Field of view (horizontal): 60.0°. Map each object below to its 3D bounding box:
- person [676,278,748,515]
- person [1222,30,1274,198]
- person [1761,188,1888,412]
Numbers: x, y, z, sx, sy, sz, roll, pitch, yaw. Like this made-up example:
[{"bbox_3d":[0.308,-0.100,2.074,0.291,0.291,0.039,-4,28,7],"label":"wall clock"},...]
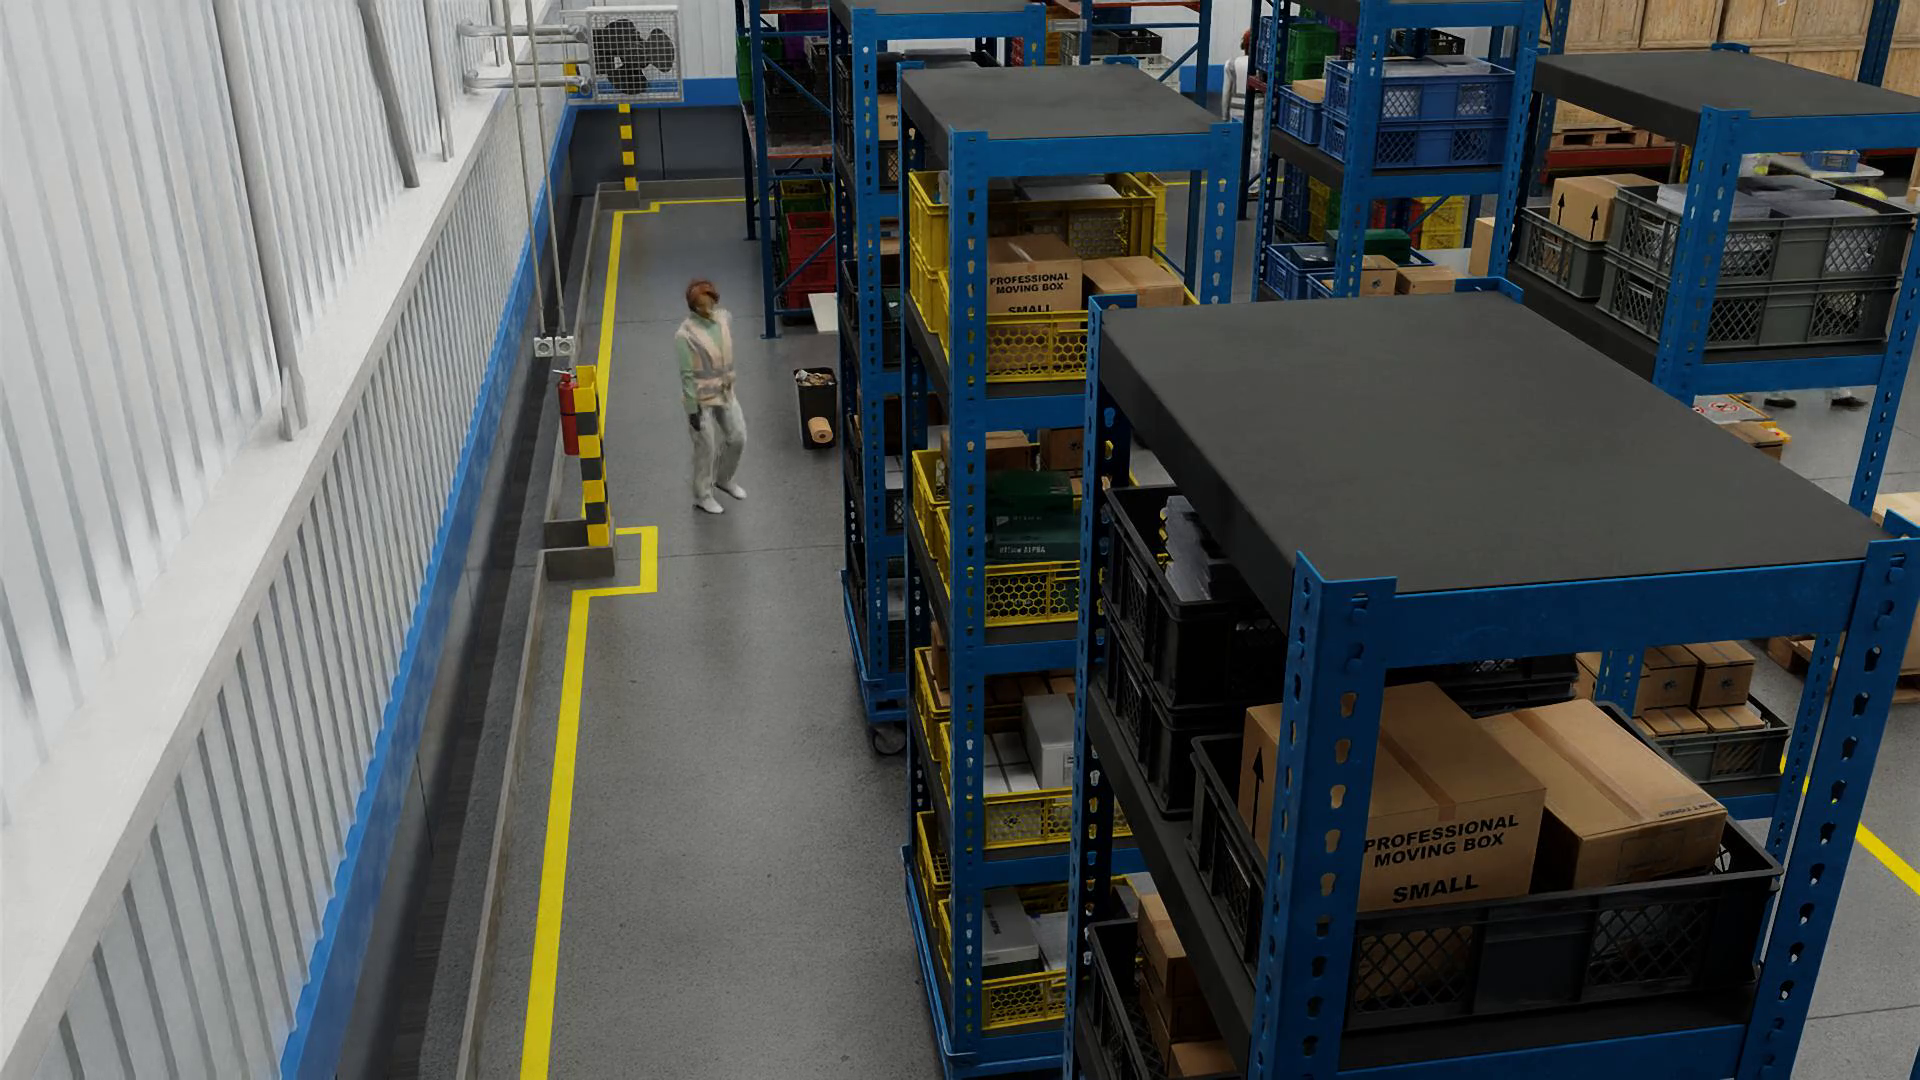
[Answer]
[{"bbox_3d":[-1.620,-0.905,10.633,0.414,1.609,0.531,16,29,31],"label":"person"},{"bbox_3d":[3.236,-4.768,18.744,0.585,1.875,0.427,8,26,16],"label":"person"},{"bbox_3d":[6.494,-1.748,12.291,0.774,1.773,0.651,11,27,23],"label":"person"}]
